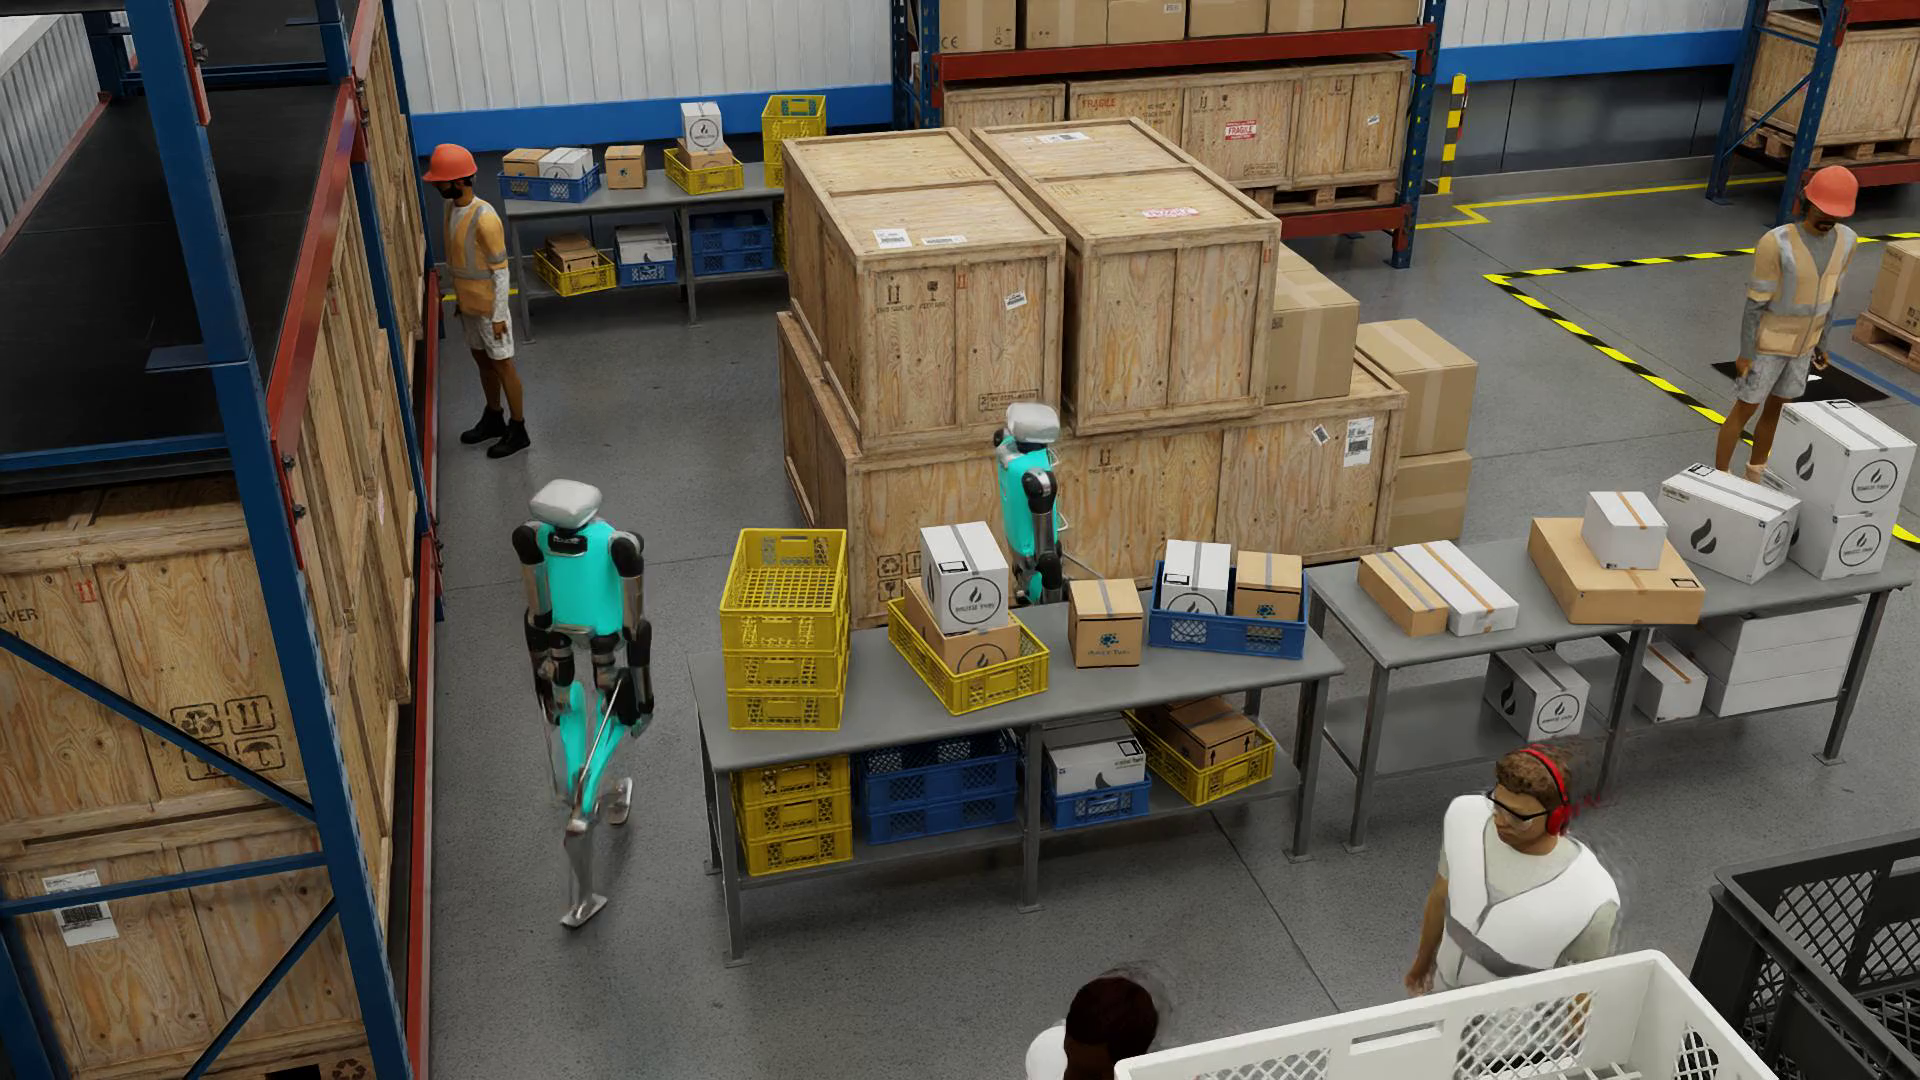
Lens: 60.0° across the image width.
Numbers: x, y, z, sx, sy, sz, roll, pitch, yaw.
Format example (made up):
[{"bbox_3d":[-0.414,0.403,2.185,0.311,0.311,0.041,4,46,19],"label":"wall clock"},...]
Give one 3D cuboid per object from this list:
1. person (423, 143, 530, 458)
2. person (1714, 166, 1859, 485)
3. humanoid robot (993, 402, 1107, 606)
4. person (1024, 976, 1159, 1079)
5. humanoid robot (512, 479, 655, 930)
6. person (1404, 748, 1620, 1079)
[{"bbox_3d":[-2.895,-1.425,9.978,0.373,1.934,0.545,-24,37,-37],"label":"person"},{"bbox_3d":[4.620,-1.092,9.273,0.607,2.034,0.400,-8,30,-13],"label":"person"},{"bbox_3d":[0.515,0.224,7.225,0.763,1.812,0.540,-8,30,-14],"label":"humanoid robot"},{"bbox_3d":[0.386,1.792,4.195,0.921,1.880,0.602,-21,35,-33],"label":"person"},{"bbox_3d":[-1.508,0.670,6.410,0.549,1.740,1.052,9,30,15],"label":"humanoid robot"},{"bbox_3d":[1.631,1.368,5.018,0.484,1.830,0.572,-17,33,-28],"label":"person"}]
